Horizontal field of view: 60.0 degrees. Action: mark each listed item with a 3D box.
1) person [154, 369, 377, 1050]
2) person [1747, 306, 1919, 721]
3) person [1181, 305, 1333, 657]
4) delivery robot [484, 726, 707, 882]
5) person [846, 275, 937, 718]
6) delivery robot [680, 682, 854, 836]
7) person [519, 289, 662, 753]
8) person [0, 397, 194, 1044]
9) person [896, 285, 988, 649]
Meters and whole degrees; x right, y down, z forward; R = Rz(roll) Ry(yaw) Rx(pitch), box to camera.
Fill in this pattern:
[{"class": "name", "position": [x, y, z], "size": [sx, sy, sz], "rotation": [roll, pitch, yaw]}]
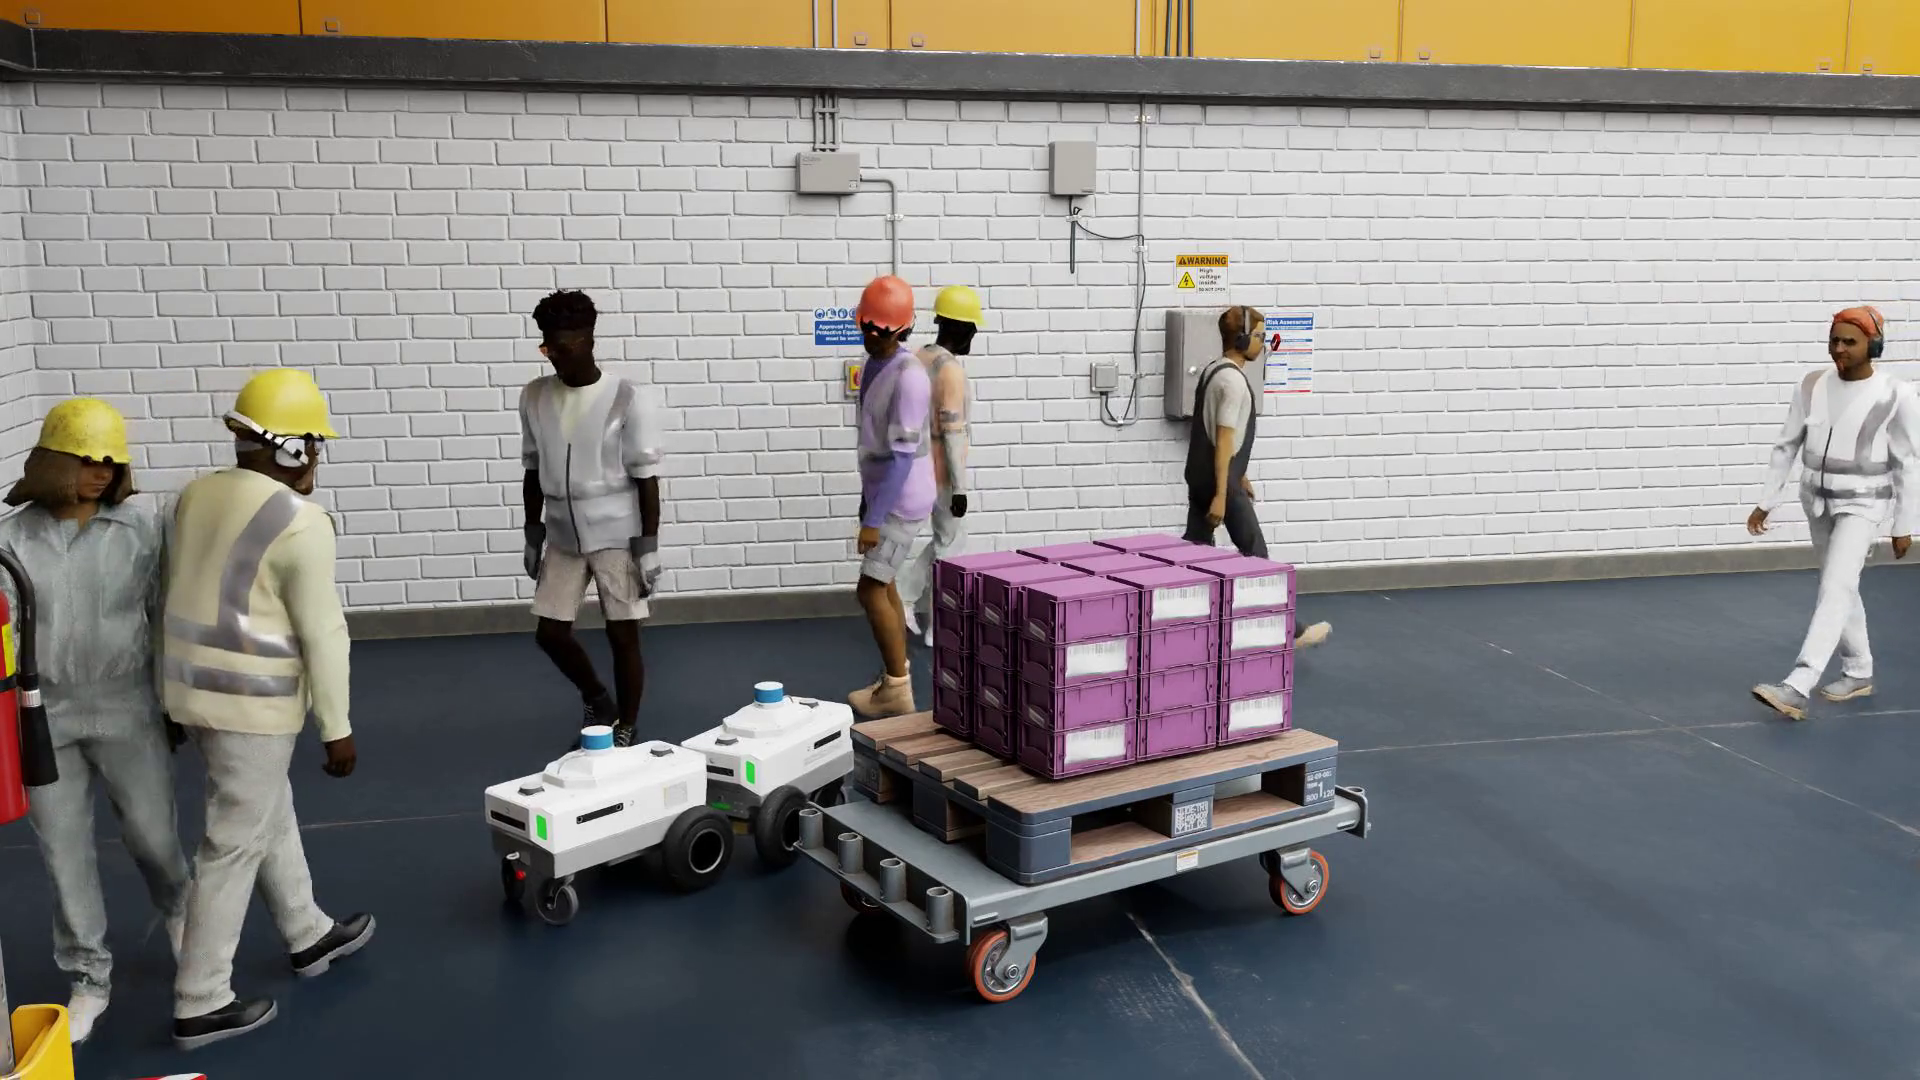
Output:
[{"class": "person", "position": [-1.875, 0.435, 4.553], "size": [0.607, 1.781, 0.793], "rotation": [7, 13, 36]}, {"class": "person", "position": [3.903, -0.122, 7.478], "size": [0.985, 1.832, 0.598], "rotation": [-5, 11, -24]}, {"class": "person", "position": [1.437, -0.268, 8.389], "size": [0.942, 1.796, 0.505], "rotation": [-2, 10, -10]}, {"class": "delivery robot", "position": [-1.170, 0.847, 5.395], "size": [0.477, 0.478, 0.707], "rotation": [9, 13, 40]}, {"class": "person", "position": [-0.312, -0.165, 7.307], "size": [0.420, 1.987, 0.651], "rotation": [-3, 11, -16]}, {"class": "delivery robot", "position": [-0.677, 0.750, 5.934], "size": [0.477, 0.478, 0.707], "rotation": [5, 11, 27]}, {"class": "person", "position": [-1.452, -0.006, 6.526], "size": [0.644, 1.942, 0.438], "rotation": [3, 11, 18]}, {"class": "person", "position": [-2.358, 0.468, 4.516], "size": [0.497, 1.729, 0.409], "rotation": [-4, 11, -23]}, {"class": "person", "position": [-0.088, -0.360, 8.592], "size": [0.457, 1.902, 0.609], "rotation": [-3, 11, -18]}]
